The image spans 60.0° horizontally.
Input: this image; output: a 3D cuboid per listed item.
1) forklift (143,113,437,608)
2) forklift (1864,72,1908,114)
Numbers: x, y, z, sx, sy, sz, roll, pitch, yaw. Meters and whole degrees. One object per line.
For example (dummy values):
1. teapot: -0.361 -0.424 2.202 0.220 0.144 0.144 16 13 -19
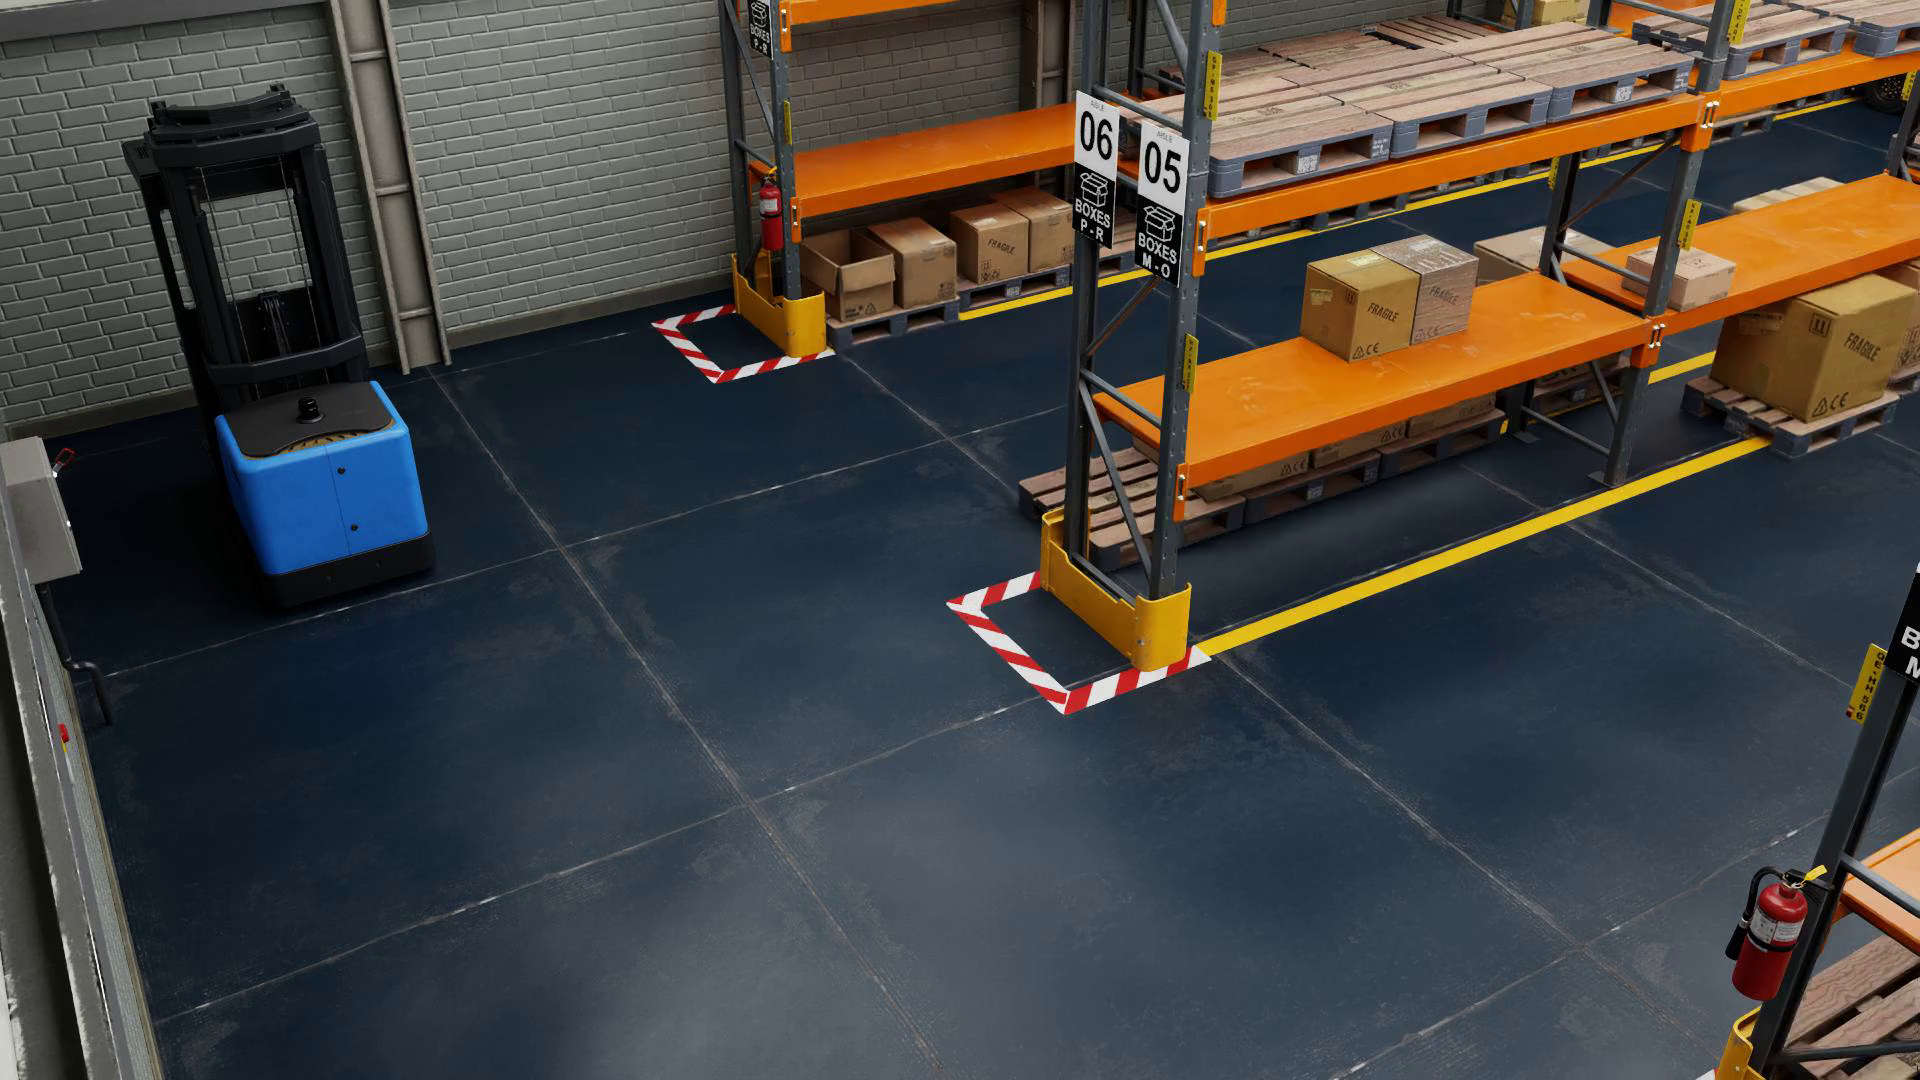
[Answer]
1. forklift: -4.289 -1.259 10.509 1.129 2.768 1.873 -17 36 -26
2. forklift: 11.468 -5.645 18.244 1.214 2.155 2.313 -17 36 -26
